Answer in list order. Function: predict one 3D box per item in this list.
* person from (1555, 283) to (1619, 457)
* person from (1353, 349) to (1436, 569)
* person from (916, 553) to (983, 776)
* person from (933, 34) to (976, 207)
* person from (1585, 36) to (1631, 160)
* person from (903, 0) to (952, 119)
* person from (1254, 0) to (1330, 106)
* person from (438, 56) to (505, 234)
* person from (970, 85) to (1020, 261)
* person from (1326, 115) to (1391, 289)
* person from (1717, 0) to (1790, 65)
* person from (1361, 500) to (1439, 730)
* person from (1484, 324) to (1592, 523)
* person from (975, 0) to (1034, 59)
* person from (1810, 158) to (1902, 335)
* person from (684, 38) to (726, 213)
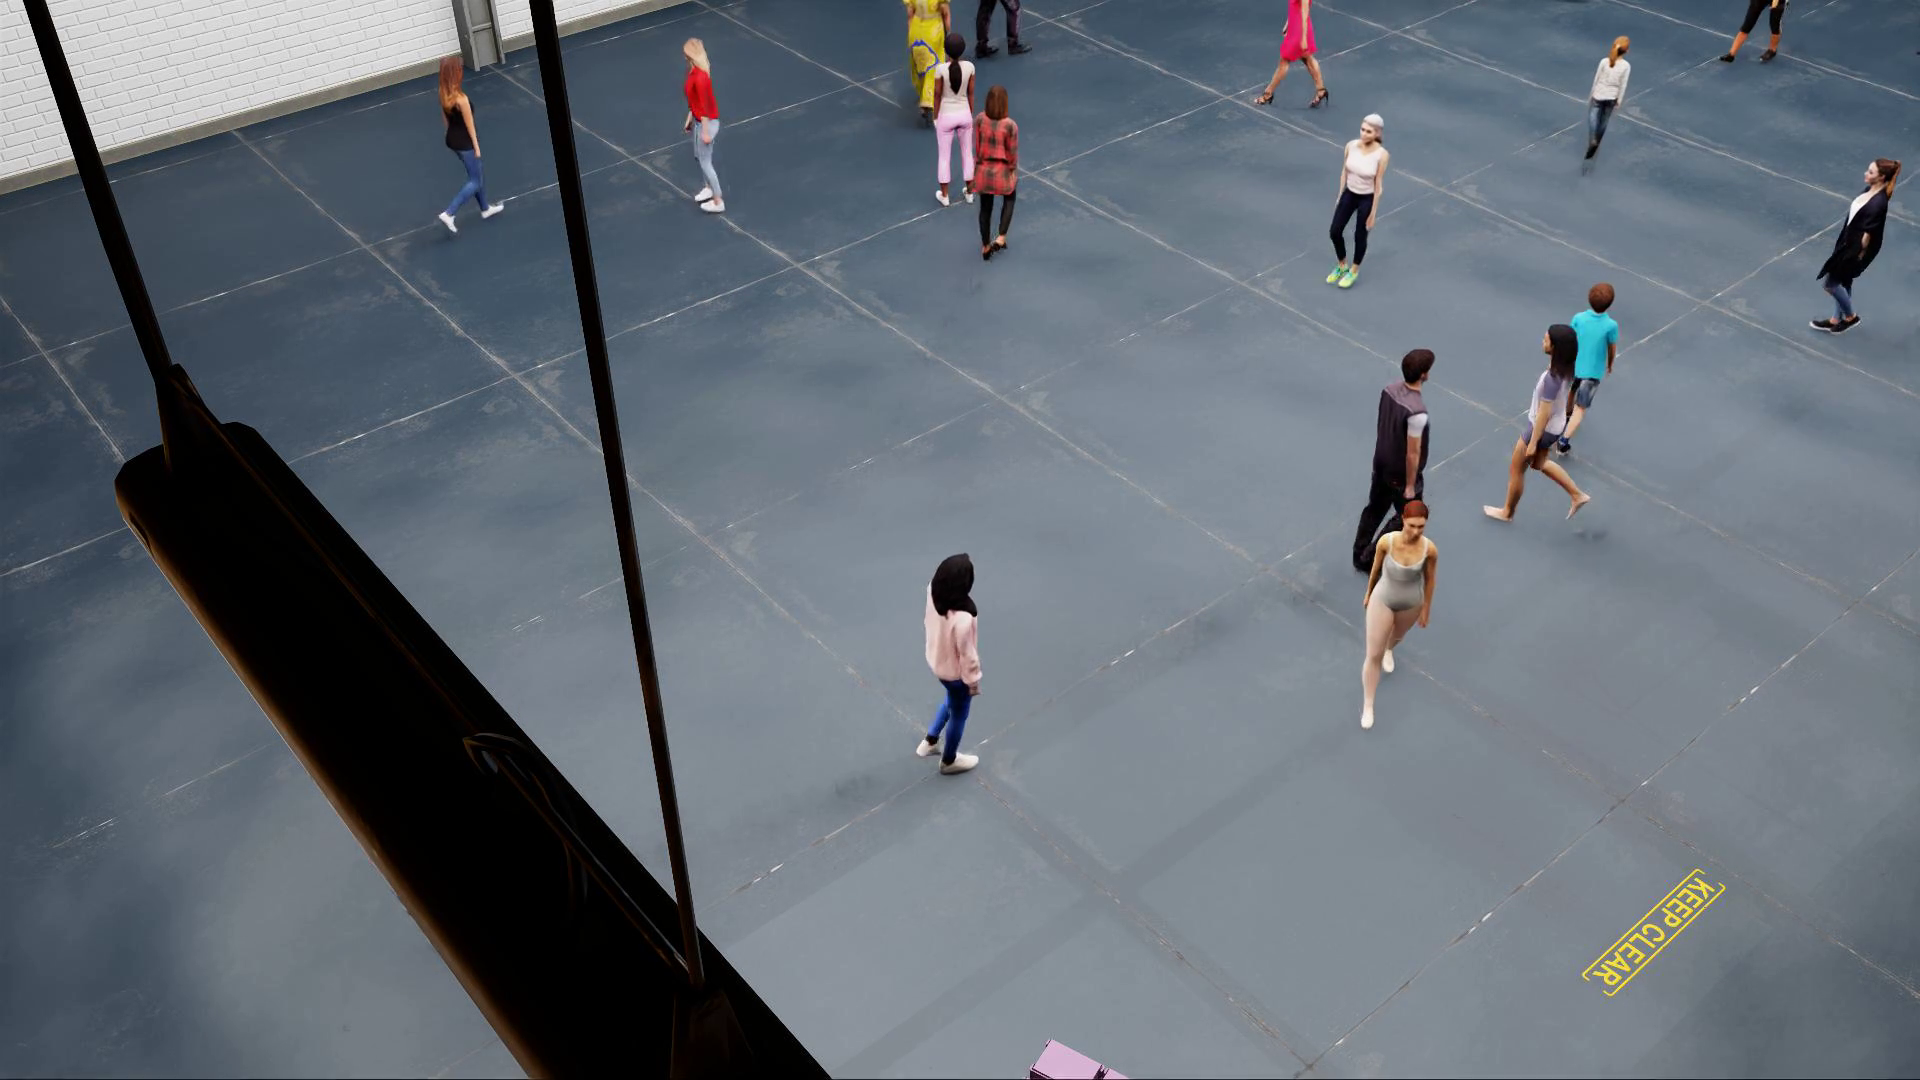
[{"bbox_3d":[4.921,-1.331,13.127,0.657,1.419,1.008,25,45,28],"label":"person"},{"bbox_3d":[3.010,-0.511,11.760,0.781,1.843,0.798,-13,40,-15],"label":"person"},{"bbox_3d":[-0.125,0.798,10.191,0.758,1.755,0.745,-16,41,-19],"label":"person"},{"bbox_3d":[-0.053,-4.147,16.396,0.584,1.738,0.696,-9,40,-12],"label":"person"},{"bbox_3d":[6.690,-4.562,17.262,0.694,1.306,0.815,12,40,14],"label":"person"},{"bbox_3d":[-0.363,-5.398,18.055,1.134,1.624,1.296,11,40,13],"label":"person"},{"bbox_3d":[3.802,-5.512,18.158,1.068,1.674,1.032,5,39,6],"label":"person"},{"bbox_3d":[-4.831,-3.769,15.954,0.645,1.699,1.010,31,48,33],"label":"person"},{"bbox_3d":[0.291,-3.376,15.471,0.733,1.689,0.767,13,40,16],"label":"person"},{"bbox_3d":[3.685,-3.101,15.123,0.658,1.693,0.639,30,48,32],"label":"person"},{"bbox_3d":[9.413,-6.270,19.148,1.126,1.623,0.701,-20,43,-24],"label":"person"},{"bbox_3d":[2.856,0.367,10.859,0.994,1.595,1.118,7,39,8],"label":"person"},{"bbox_3d":[4.382,-0.791,12.216,0.897,1.712,0.981,16,41,19],"label":"person"},{"bbox_3d":[0.356,-6.470,19.187,0.927,1.887,0.755,-23,44,-26],"label":"person"},{"bbox_3d":[7.858,-2.513,14.401,0.836,1.676,0.779,14,41,17],"label":"person"},{"bbox_3d":[-2.512,-4.083,16.379,0.735,1.660,0.745,-17,42,-20],"label":"person"}]
